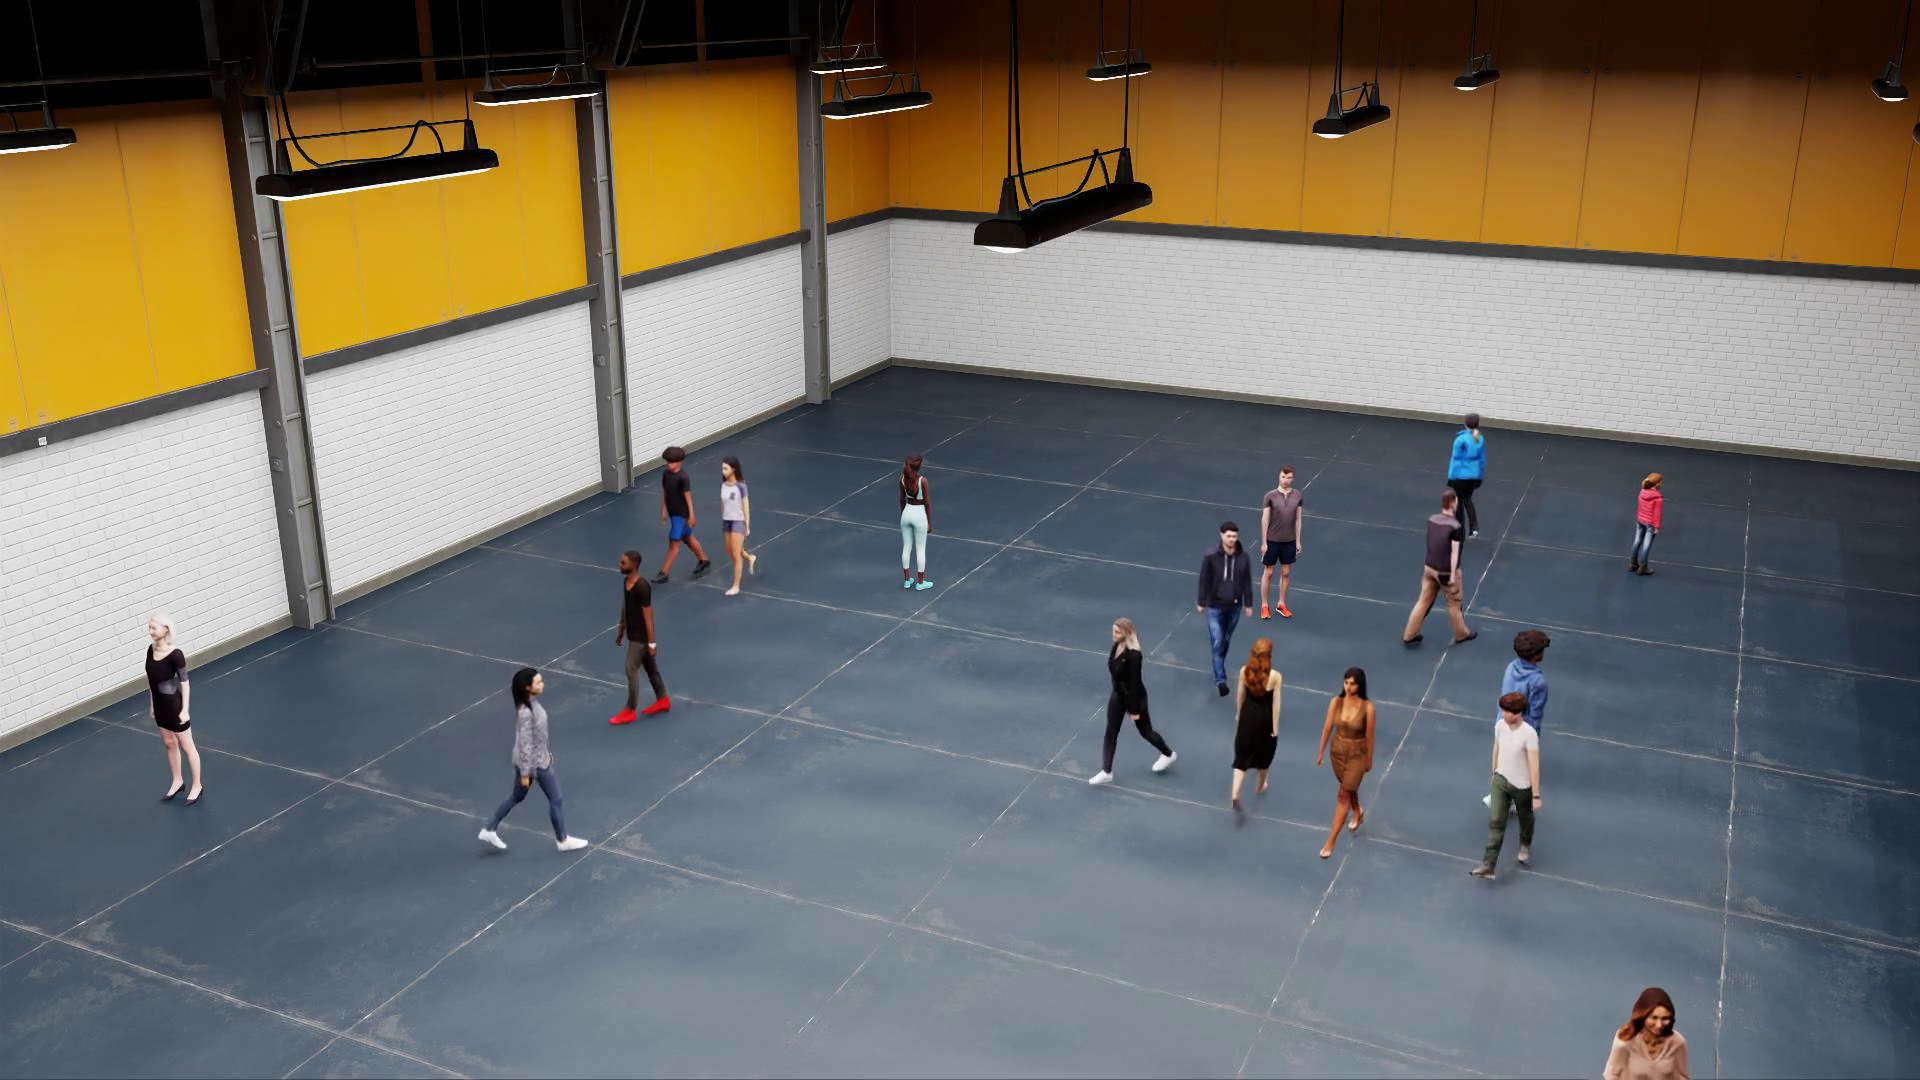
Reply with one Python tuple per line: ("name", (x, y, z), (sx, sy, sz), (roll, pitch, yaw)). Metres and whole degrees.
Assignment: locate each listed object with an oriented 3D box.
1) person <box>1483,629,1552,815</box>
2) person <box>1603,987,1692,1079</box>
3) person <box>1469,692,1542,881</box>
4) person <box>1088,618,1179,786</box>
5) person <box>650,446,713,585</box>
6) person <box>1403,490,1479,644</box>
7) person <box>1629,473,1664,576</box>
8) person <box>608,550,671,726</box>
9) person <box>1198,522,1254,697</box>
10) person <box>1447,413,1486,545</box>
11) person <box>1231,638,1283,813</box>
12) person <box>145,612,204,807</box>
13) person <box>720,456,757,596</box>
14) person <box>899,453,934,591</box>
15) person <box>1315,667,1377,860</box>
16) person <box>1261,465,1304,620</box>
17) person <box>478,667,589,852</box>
("person", (4.869, 1.662, 14.714), (0.971, 1.790, 0.911), (-6, 20, -18))
("person", (3.968, 3.341, 9.786), (0.869, 1.754, 1.087), (0, 19, 0))
("person", (4.678, 2.032, 13.916), (1.257, 1.598, 0.990), (-17, 25, -42))
("person", (1.663, 1.492, 15.471), (1.243, 1.629, 1.103), (-9, 21, -25))
("person", (-3.425, -0.341, 20.742), (1.240, 1.739, 0.916), (-17, 25, -41))
("person", (5.306, 0.349, 18.597), (1.227, 1.801, 1.103), (-9, 21, -25))
("person", (8.679, -0.212, 21.024), (0.639, 1.314, 0.585), (-8, 20, -22))
("person", (-3.147, 0.954, 16.831), (1.071, 1.780, 0.966), (-10, 21, -28))
("person", (2.778, 0.677, 17.574), (1.083, 1.832, 1.288), (-2, 19, -5))
("person", (6.733, -0.784, 21.978), (0.796, 1.791, 0.857), (-6, 20, -18))
("person", (2.644, 1.683, 14.963), (0.560, 1.591, 1.035), (8, 20, 23))
("person", (-7.150, 1.518, 15.082), (0.580, 1.829, 0.494), (8, 20, 22))
("person", (-2.704, -0.207, 20.379), (0.640, 1.717, 0.948), (11, 21, 29))
("person", (-0.560, -0.240, 20.464), (0.553, 1.725, 0.527), (9, 21, 25))
("person", (3.379, 1.870, 14.332), (0.756, 1.640, 1.135), (14, 23, 36))
("person", (3.765, 0.003, 19.543), (0.735, 1.852, 0.743), (-2, 19, -7))
("person", (-3.738, 1.898, 14.158), (1.139, 1.697, 1.125), (-5, 19, -15))
